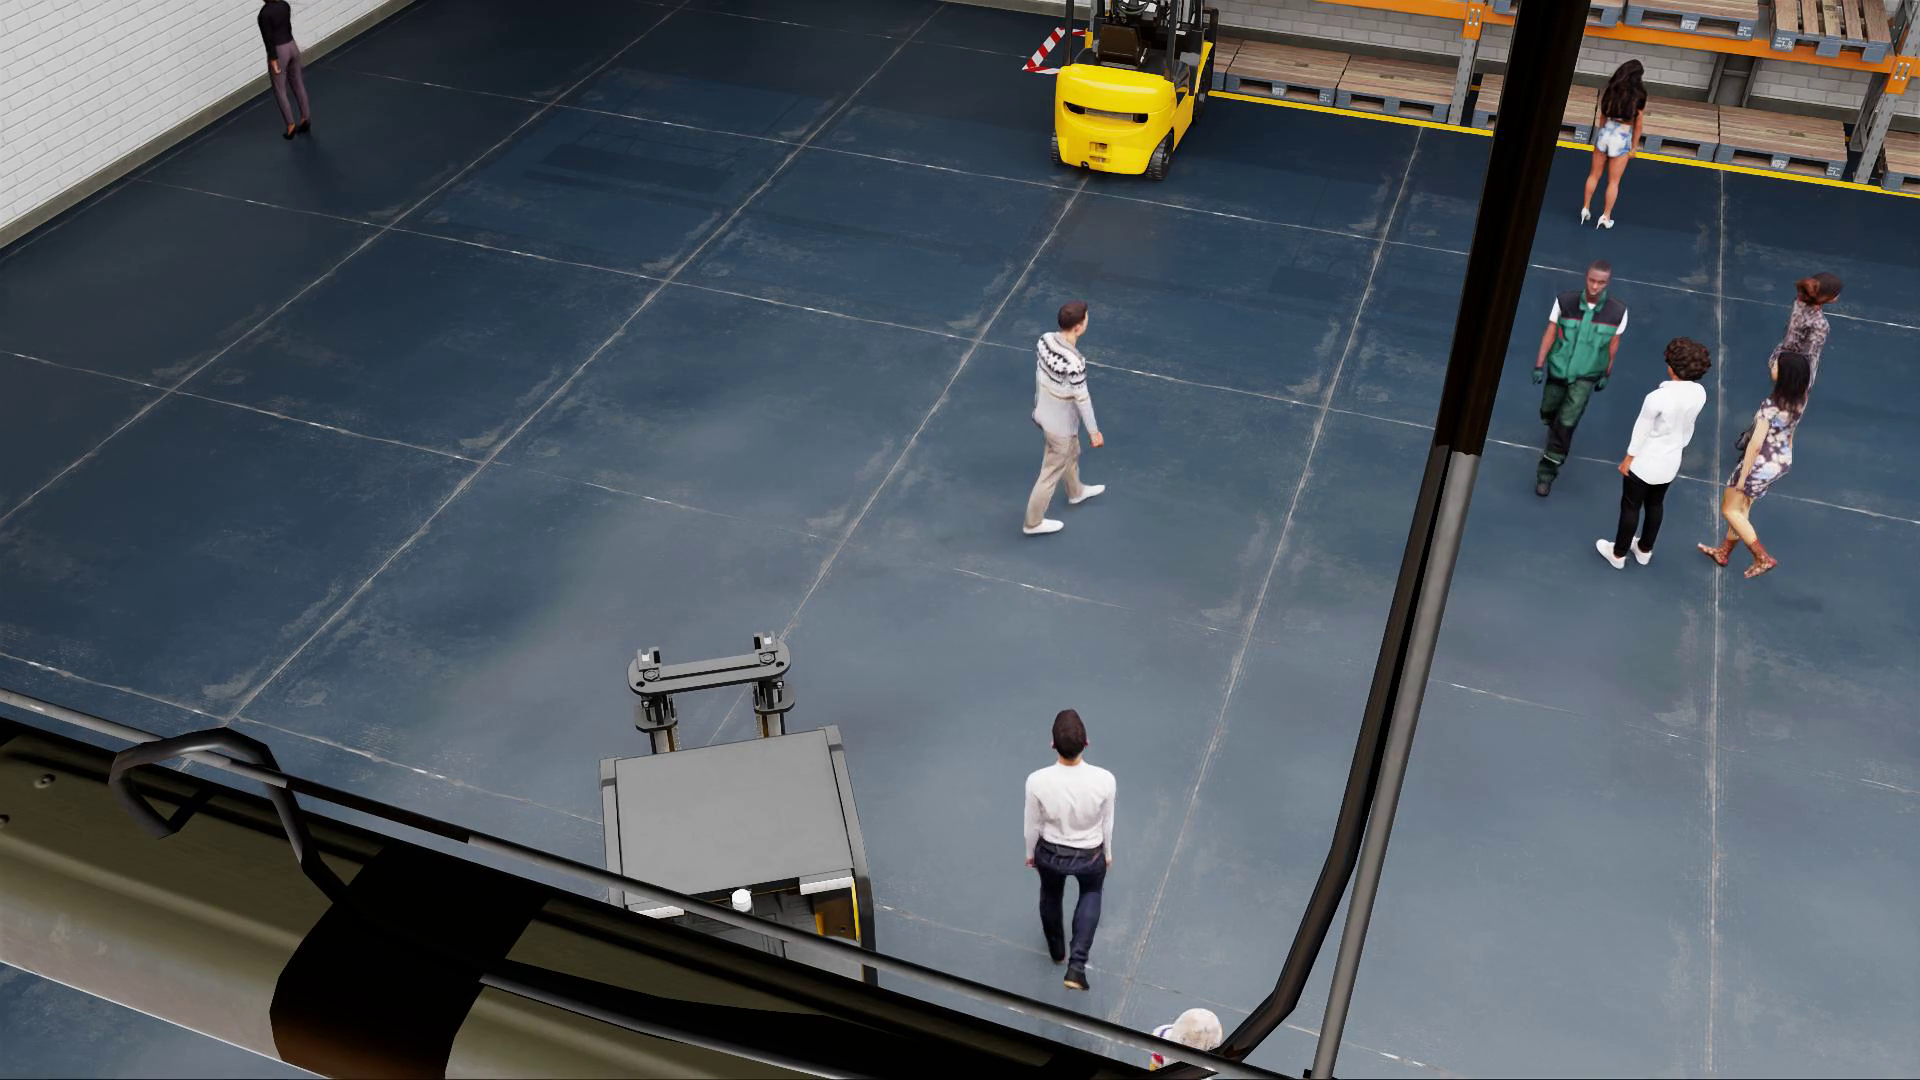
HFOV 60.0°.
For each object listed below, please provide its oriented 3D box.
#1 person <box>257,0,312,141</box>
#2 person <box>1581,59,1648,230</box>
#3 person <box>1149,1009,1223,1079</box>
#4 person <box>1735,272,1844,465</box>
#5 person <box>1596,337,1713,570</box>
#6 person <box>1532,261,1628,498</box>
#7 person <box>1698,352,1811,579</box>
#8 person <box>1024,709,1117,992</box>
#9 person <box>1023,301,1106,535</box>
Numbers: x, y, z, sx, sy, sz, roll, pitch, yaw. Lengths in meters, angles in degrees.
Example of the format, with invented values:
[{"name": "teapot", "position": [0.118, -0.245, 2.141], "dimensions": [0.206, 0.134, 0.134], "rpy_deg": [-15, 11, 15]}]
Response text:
[{"name": "person", "position": [-6.863, -4.924, 17.000], "dimensions": [0.502, 1.670, 0.591], "rpy_deg": [13, 40, 16]}, {"name": "person", "position": [6.077, -3.675, 15.471], "dimensions": [0.715, 1.626, 0.627], "rpy_deg": [-28, 47, -31]}, {"name": "person", "position": [0.890, 2.676, 7.382], "dimensions": [0.841, 1.796, 0.790], "rpy_deg": [-14, 41, -17]}, {"name": "person", "position": [6.072, -1.238, 12.358], "dimensions": [0.733, 1.704, 0.693], "rpy_deg": [-2, 39, -3]}, {"name": "person", "position": [4.797, -0.578, 11.448], "dimensions": [0.687, 1.807, 0.766], "rpy_deg": [-13, 40, -15]}, {"name": "person", "position": [4.545, -1.276, 12.324], "dimensions": [1.142, 1.804, 0.812], "rpy_deg": [16, 41, 19]}, {"name": "person", "position": [5.551, -0.464, 11.374], "dimensions": [0.876, 1.721, 0.955], "rpy_deg": [-22, 44, -25]}, {"name": "person", "position": [0.568, 1.670, 8.600], "dimensions": [0.903, 1.850, 0.827], "rpy_deg": [3, 39, 4]}, {"name": "person", "position": [0.618, -0.814, 11.728], "dimensions": [1.139, 1.826, 1.054], "rpy_deg": [-12, 40, -14]}]
